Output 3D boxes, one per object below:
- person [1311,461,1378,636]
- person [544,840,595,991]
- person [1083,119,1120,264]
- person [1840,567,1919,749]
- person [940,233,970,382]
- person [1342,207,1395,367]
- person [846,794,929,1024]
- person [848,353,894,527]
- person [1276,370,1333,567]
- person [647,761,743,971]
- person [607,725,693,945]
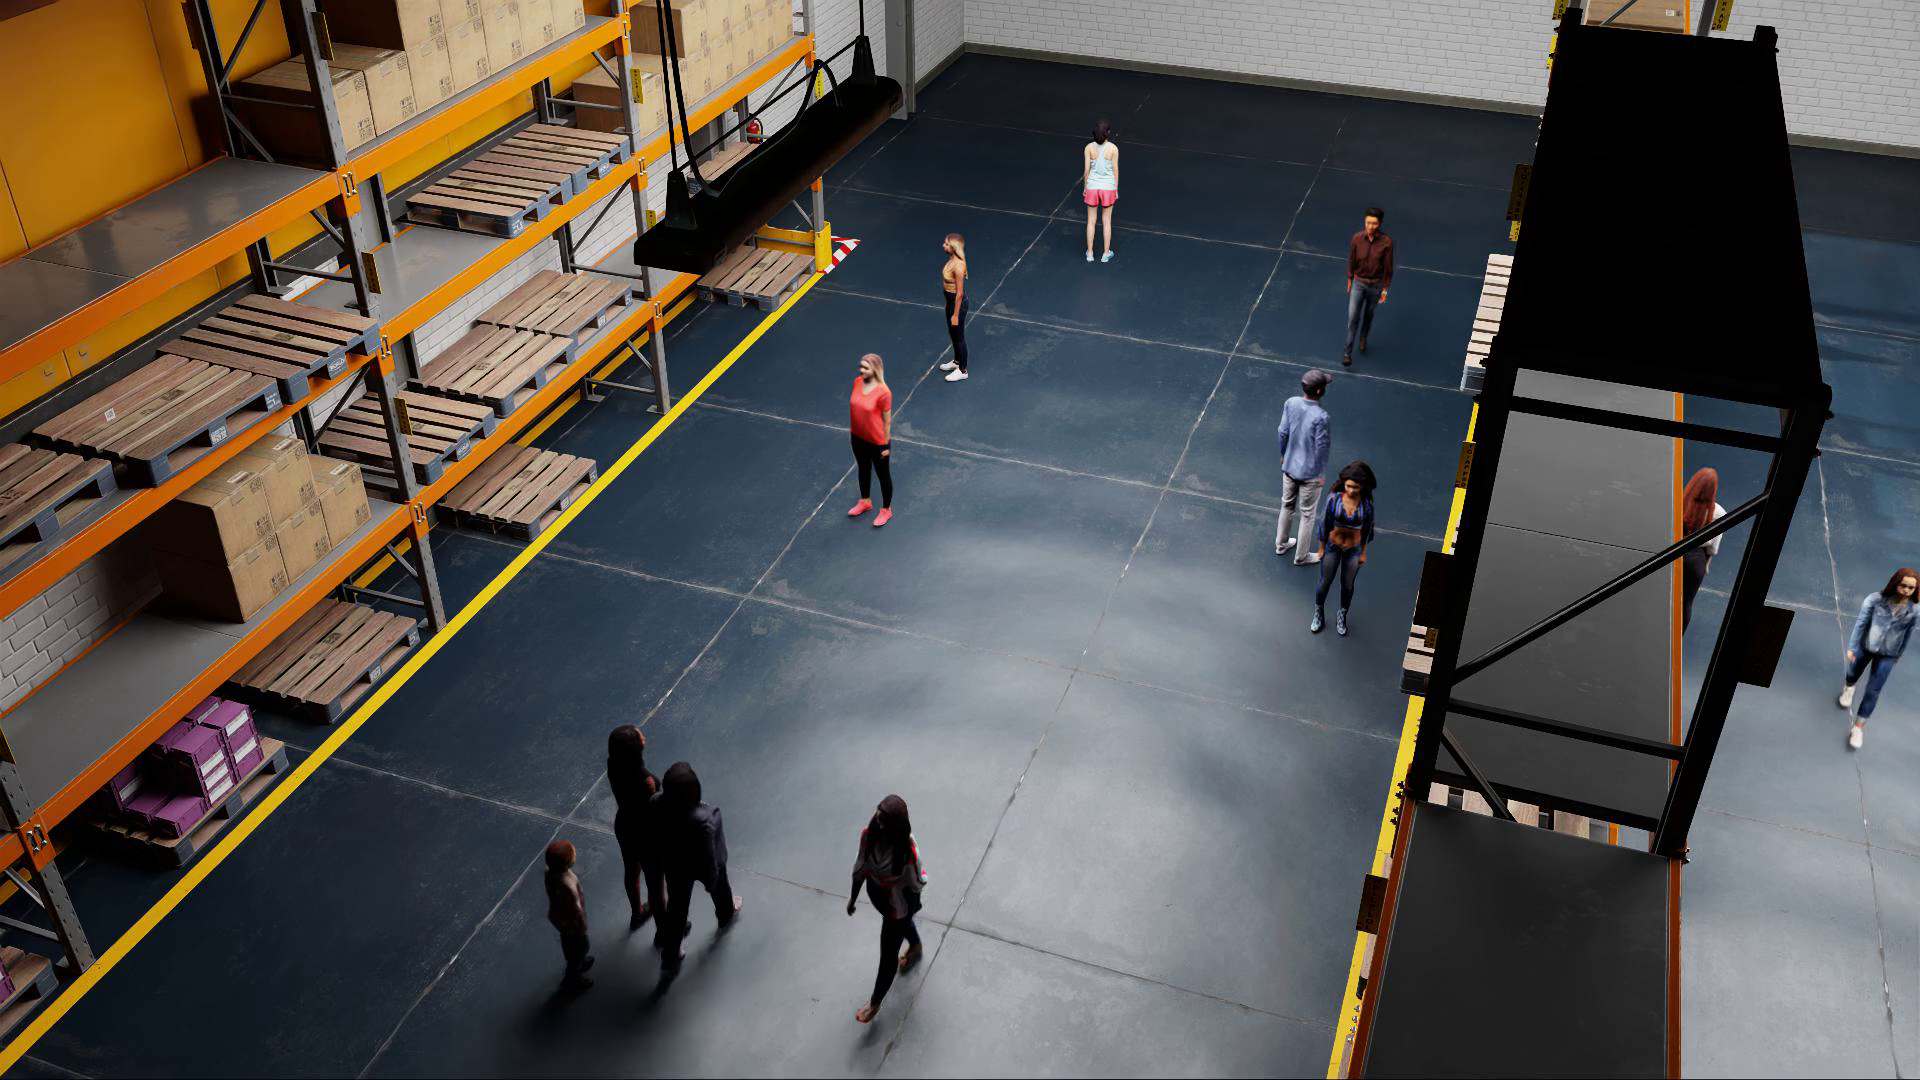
[{"bbox_3d":[3.162,0.072,13.713,0.614,1.615,0.563,8,34,12],"label":"person"},{"bbox_3d":[-2.518,2.386,10.615,0.621,1.191,0.575,-27,42,-34],"label":"person"},{"bbox_3d":[1.695,-4.207,20.016,0.617,1.765,0.630,6,34,9],"label":"person"},{"bbox_3d":[7.025,0.798,12.766,0.636,1.454,1.013,16,37,22],"label":"person"},{"bbox_3d":[-0.043,-2.464,17.518,0.712,1.627,0.601,-6,34,-8],"label":"person"},{"bbox_3d":[4.403,-2.753,17.870,0.636,1.719,1.115,11,35,16],"label":"person"},{"bbox_3d":[-0.392,2.208,10.546,0.788,1.564,1.121,21,39,29],"label":"person"},{"bbox_3d":[-0.799,-0.933,15.155,0.656,1.693,0.634,24,40,31],"label":"person"},{"bbox_3d":[3.008,-0.648,14.549,0.750,1.888,0.742,-23,40,-30],"label":"person"},{"bbox_3d":[-1.775,2.101,10.704,0.650,1.568,1.011,12,35,17],"label":"person"},{"bbox_3d":[-2.087,1.902,10.846,0.677,1.740,0.660,27,42,34],"label":"person"}]
